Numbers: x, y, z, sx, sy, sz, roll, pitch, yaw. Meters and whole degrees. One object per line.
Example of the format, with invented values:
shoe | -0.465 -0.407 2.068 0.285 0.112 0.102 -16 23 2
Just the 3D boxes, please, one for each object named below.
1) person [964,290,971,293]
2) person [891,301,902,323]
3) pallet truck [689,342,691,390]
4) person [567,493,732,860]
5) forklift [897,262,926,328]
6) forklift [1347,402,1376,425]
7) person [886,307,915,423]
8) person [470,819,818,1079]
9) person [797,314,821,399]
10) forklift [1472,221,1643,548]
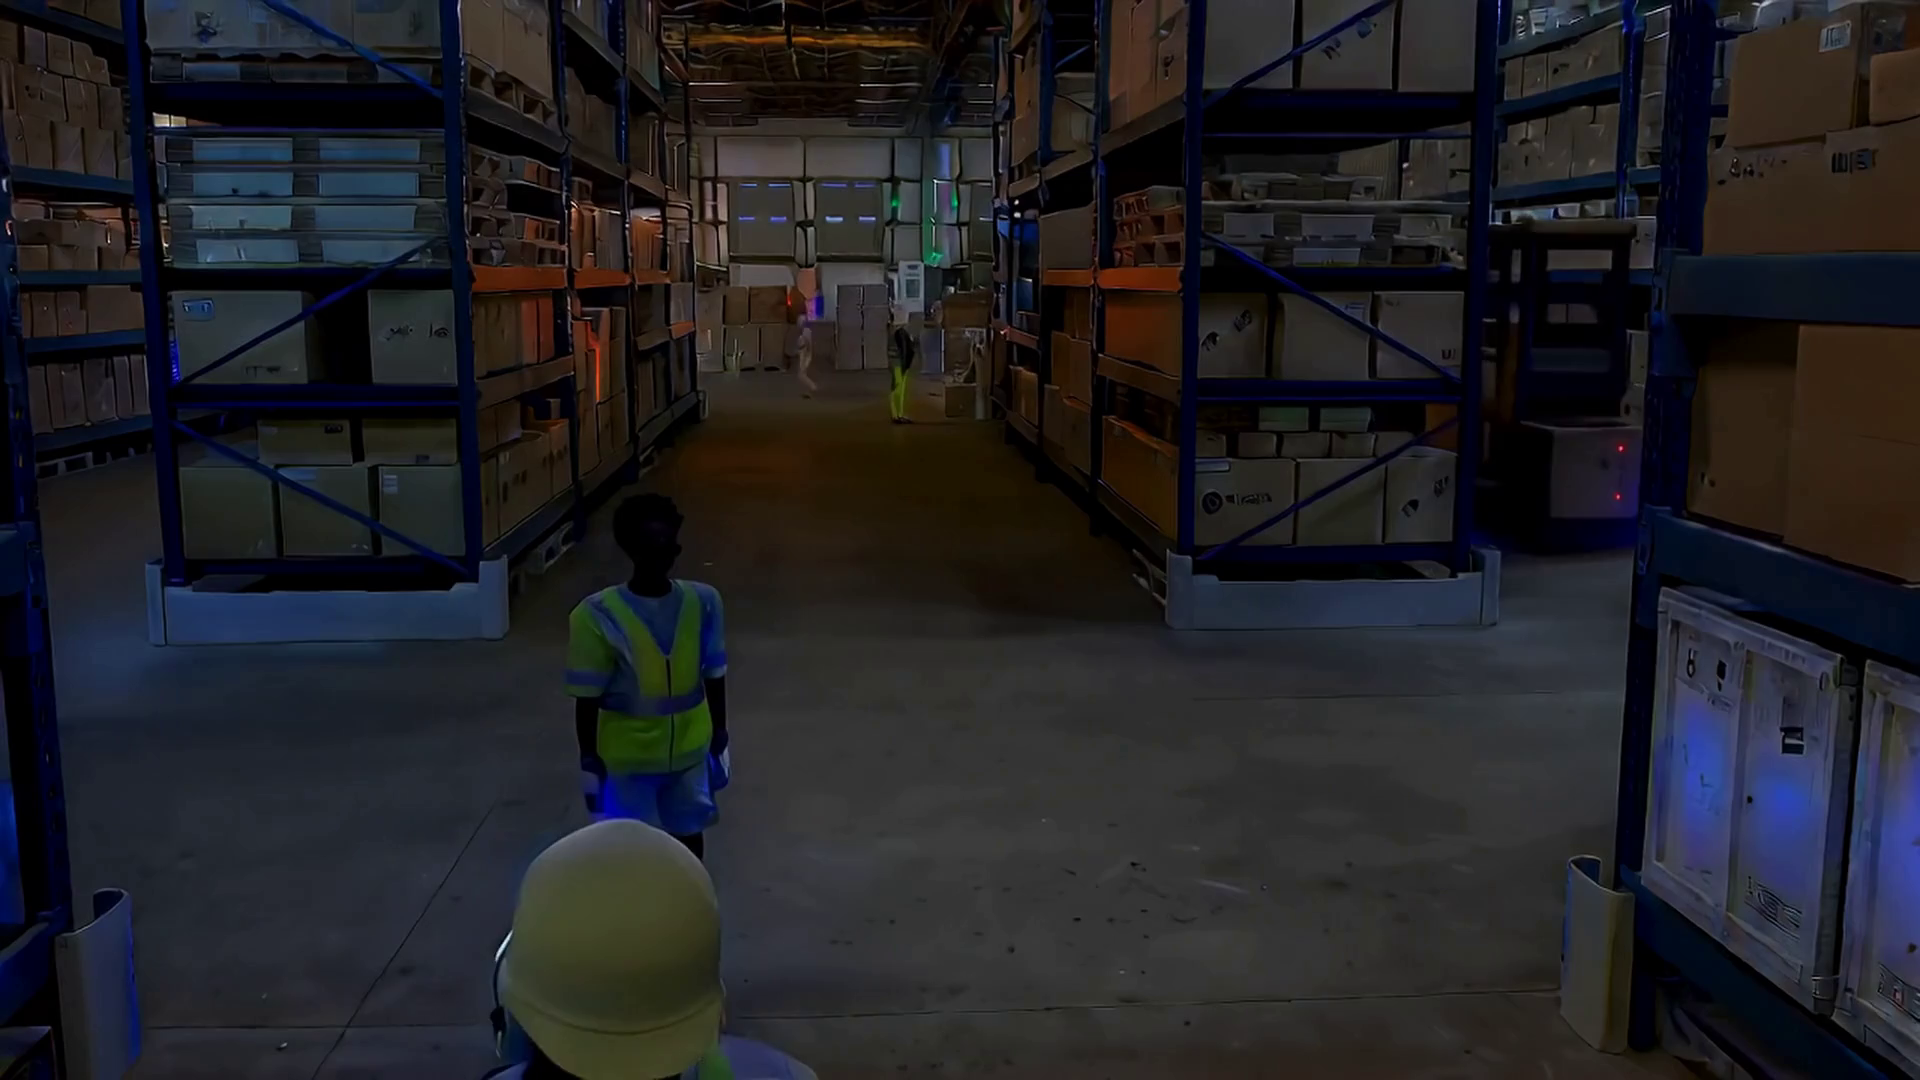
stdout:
person | 0.191 -7.255 54.531 1.010 1.879 0.566 4 10 22
person | -1.761 -5.855 46.487 0.352 1.629 0.561 2 9 14
pallet truck | -5.225 -3.008 27.480 1.885 1.965 0.823 2 9 14
person | -0.971 0.687 5.251 0.537 1.690 0.320 -6 11 -34
forklift | -1.777 -8.547 59.496 1.129 2.768 1.873 -1 9 -4
forklift | 5.371 -2.757 23.141 1.129 2.768 1.873 -5 10 -29
person | -0.950 -2.786 26.575 0.429 1.845 0.621 -3 10 -18
person | -0.363 1.172 1.783 0.588 1.822 0.403 -6 11 -34
person | -2.927 -3.468 31.527 0.373 1.631 0.514 -3 9 -15
forklift | 5.405 -1.418 14.735 1.129 2.768 1.873 -1 9 -4
